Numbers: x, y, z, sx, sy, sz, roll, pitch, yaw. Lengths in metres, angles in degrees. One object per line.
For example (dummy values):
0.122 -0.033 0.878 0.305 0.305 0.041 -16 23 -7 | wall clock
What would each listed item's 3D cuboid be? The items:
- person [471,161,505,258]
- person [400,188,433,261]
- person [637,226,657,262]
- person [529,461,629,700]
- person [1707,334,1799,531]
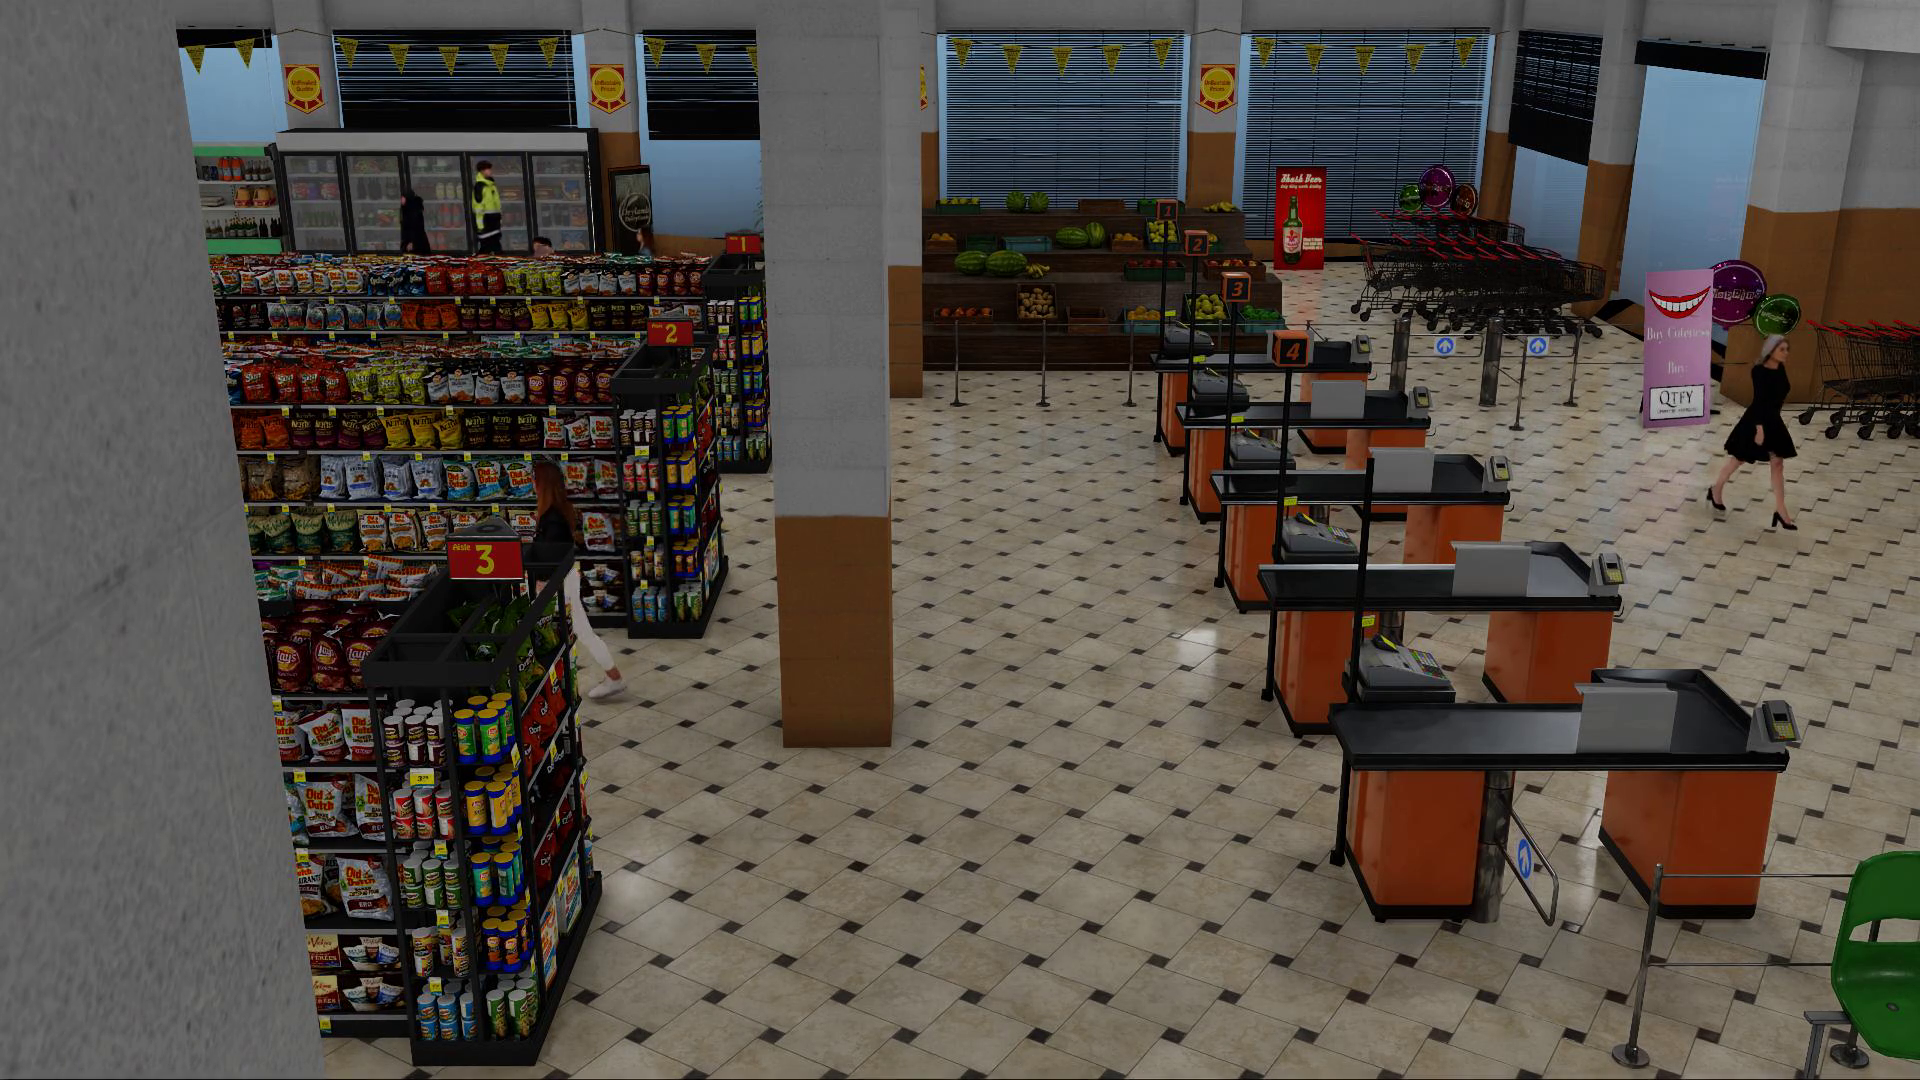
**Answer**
-7.633 -5.065 26.600 1.144 1.959 0.835 2 19 6 | person
-8.291 -4.567 25.618 1.181 1.642 1.032 -12 22 -32 | person
-4.275 -3.605 23.036 0.786 1.470 0.681 -5 19 -15 | person
-2.579 0.316 11.108 1.132 1.661 0.734 -3 19 -9 | person
7.091 -0.978 14.902 1.176 1.690 1.052 -10 21 -28 | person
